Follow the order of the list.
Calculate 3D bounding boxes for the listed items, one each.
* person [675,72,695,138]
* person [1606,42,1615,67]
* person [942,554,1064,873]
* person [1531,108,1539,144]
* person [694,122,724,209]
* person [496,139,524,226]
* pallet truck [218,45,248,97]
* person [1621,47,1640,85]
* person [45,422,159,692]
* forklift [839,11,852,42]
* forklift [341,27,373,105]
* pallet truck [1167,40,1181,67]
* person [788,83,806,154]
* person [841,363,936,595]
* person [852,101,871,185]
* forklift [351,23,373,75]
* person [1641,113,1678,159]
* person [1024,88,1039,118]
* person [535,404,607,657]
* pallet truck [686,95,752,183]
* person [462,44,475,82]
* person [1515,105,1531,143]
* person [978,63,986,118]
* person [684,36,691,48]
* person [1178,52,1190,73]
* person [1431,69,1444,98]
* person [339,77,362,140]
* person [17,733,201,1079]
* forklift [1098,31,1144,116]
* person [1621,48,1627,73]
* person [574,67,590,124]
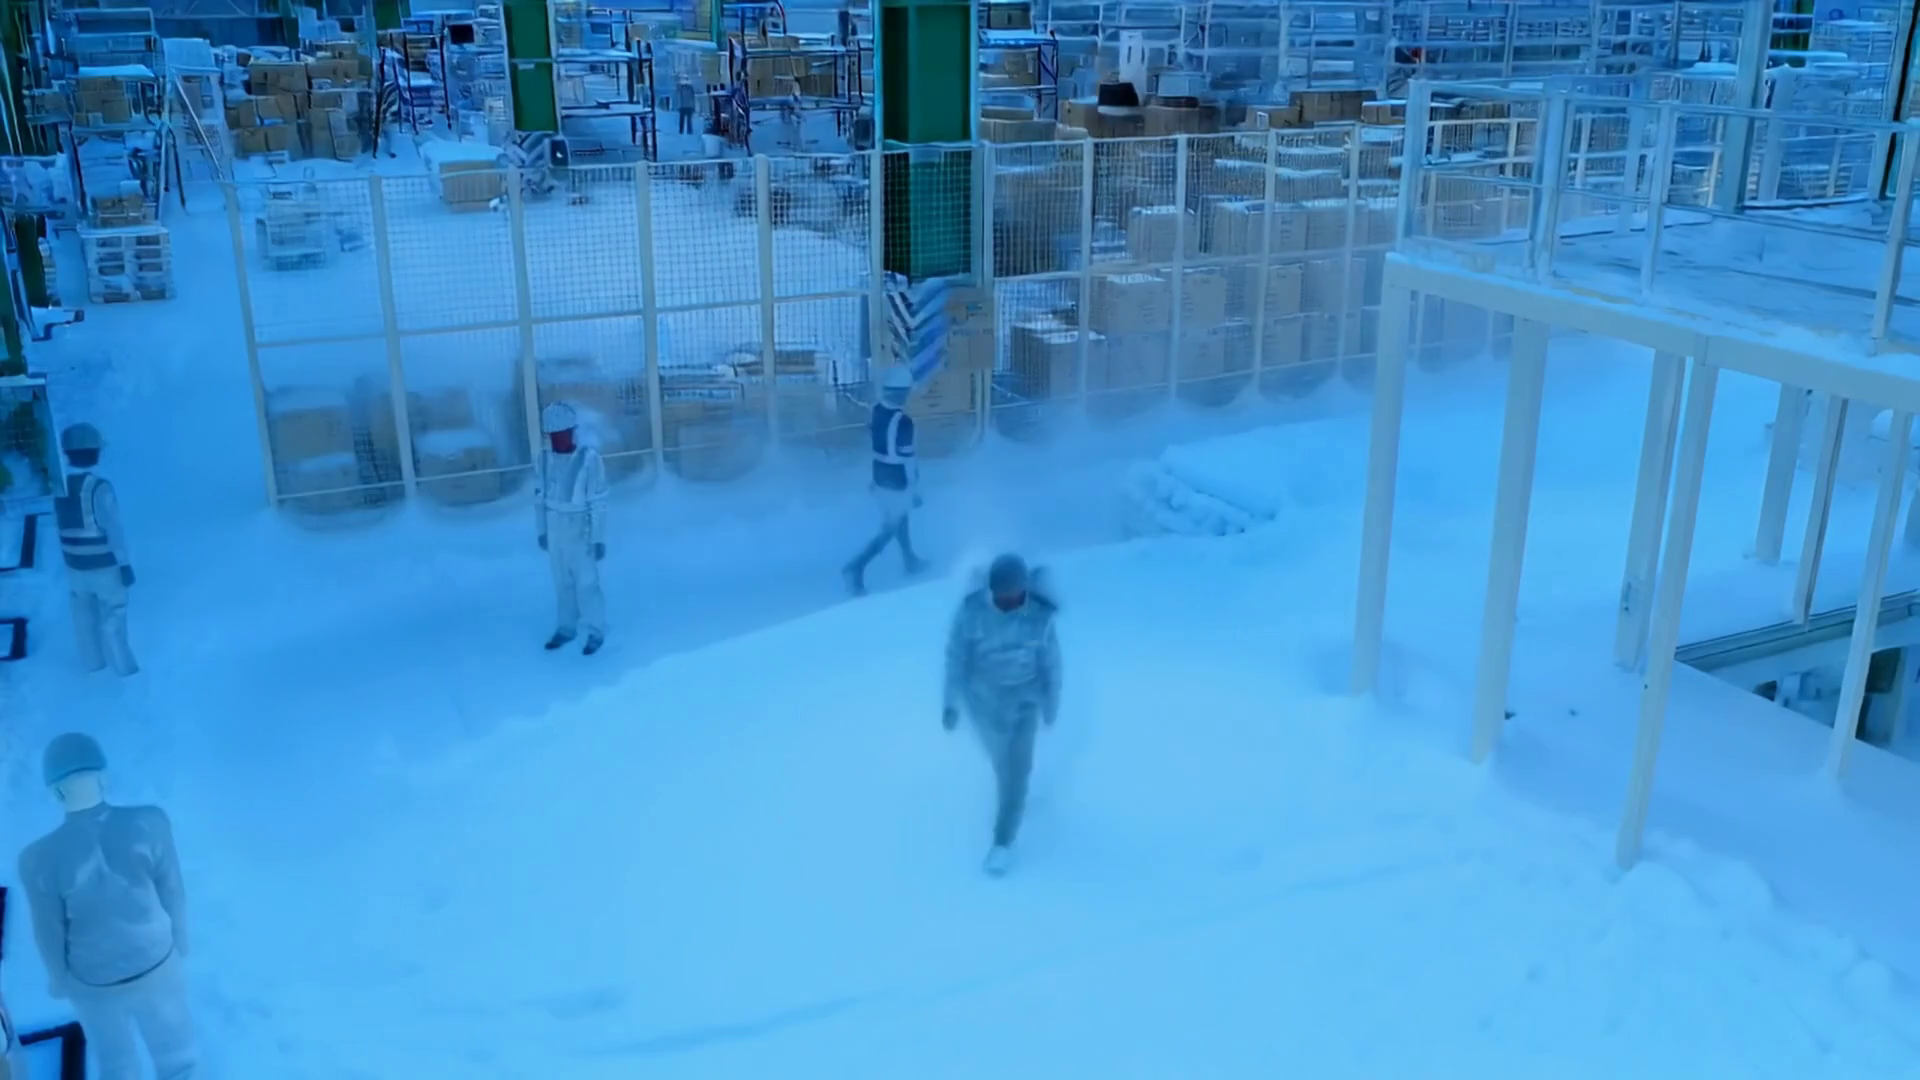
[{"bbox_3d":[-8.265,-13.090,50.054,0.595,1.925,0.371,3,19,9],"label":"person"},{"bbox_3d":[30.547,-22.670,78.283,0.411,1.619,0.538,1,19,3],"label":"person"},{"bbox_3d":[0.218,0.968,9.492,0.625,1.798,0.924,8,21,21],"label":"person"},{"bbox_3d":[13.559,-9.172,38.822,0.529,1.851,0.762,-15,24,-37],"label":"person"},{"bbox_3d":[-5.297,-7.911,35.197,0.640,1.824,0.670,-9,21,-25],"label":"person"},{"bbox_3d":[-8.941,-7.123,33.099,0.541,1.698,0.316,-8,20,-21],"label":"person"},{"bbox_3d":[-28.879,-18.665,66.111,0.823,1.965,1.885,-3,19,-9],"label":"pallet truck"},{"bbox_3d":[27.514,-19.321,68.316,0.813,1.808,0.528,0,19,1],"label":"person"},{"bbox_3d":[-6.077,0.125,11.719,0.617,1.943,0.395,8,20,21],"label":"person"},{"bbox_3d":[-5.710,-25.045,83.272,1.873,2.768,1.129,-9,21,-25],"label":"forklift"},{"bbox_3d":[-22.275,-17.346,60.954,1.873,2.768,1.129,-9,21,-25],"label":"forklift"},{"bbox_3d":[9.045,-19.971,69.895,0.823,1.965,1.885,-3,19,-8],"label":"pallet truck"},{"bbox_3d":[-4.503,-11.588,45.714,0.387,1.919,0.594,9,21,25],"label":"person"},{"bbox_3d":[-0.605,-0.498,13.600,0.931,1.907,0.556,-13,23,-32],"label":"person"},{"bbox_3d":[-2.333,-9.376,39.292,0.373,1.933,0.623,11,22,29],"label":"person"},{"bbox_3d":[-23.202,-18.723,64.945,1.129,2.768,1.873,13,23,33],"label":"forklift"},{"bbox_3d":[15.828,-8.931,37.829,1.026,2.000,0.688,-13,23,-32],"label":"person"},{"bbox_3d":[1.836,-11.014,44.079,0.569,1.896,0.646,10,22,27],"label":"person"},{"bbox_3d":[-2.887,-0.075,12.325,0.585,1.928,0.370,7,20,19],"label":"person"},{"bbox_3d":[-5.836,-9.608,39.856,0.823,1.965,1.885,10,22,27],"label":"pallet truck"},{"bbox_3d":[-20.189,-19.429,68.487,1.040,1.882,0.653,-16,24,-38],"label":"person"},{"bbox_3d":[13.548,-9.651,40.339,0.538,1.750,0.406,-4,19,-11],"label":"person"},{"bbox_3d":[0.667,-14.623,54.481,0.635,1.939,0.643,-5,20,-15],"label":"person"},{"bbox_3d":[-12.341,-21.762,75.176,0.549,1.936,0.377,9,21,23],"label":"person"},{"bbox_3d":[8.511,-17.583,63.202,0.508,1.854,0.426,-3,19,-10],"label":"person"},{"bbox_3d":[14.822,-13.798,52.154,0.566,1.888,0.951,-10,22,-28],"label":"person"},{"bbox_3d":[-17.764,-12.524,48.490,1.000,1.891,0.553,13,23,33],"label":"person"},{"bbox_3d":[-3.553,1.735,6.994,0.611,1.985,0.393,-18,26,-41],"label":"person"},{"bbox_3d":[5.848,-16.148,57.481,1.873,2.768,1.129,-9,21,-25],"label":"forklift"},{"bbox_3d":[28.250,-19.965,70.380,0.588,1.653,0.635,6,20,17],"label":"person"},{"bbox_3d":[-12.383,-14.595,54.593,0.516,1.823,0.861,-3,19,-8],"label":"person"}]
